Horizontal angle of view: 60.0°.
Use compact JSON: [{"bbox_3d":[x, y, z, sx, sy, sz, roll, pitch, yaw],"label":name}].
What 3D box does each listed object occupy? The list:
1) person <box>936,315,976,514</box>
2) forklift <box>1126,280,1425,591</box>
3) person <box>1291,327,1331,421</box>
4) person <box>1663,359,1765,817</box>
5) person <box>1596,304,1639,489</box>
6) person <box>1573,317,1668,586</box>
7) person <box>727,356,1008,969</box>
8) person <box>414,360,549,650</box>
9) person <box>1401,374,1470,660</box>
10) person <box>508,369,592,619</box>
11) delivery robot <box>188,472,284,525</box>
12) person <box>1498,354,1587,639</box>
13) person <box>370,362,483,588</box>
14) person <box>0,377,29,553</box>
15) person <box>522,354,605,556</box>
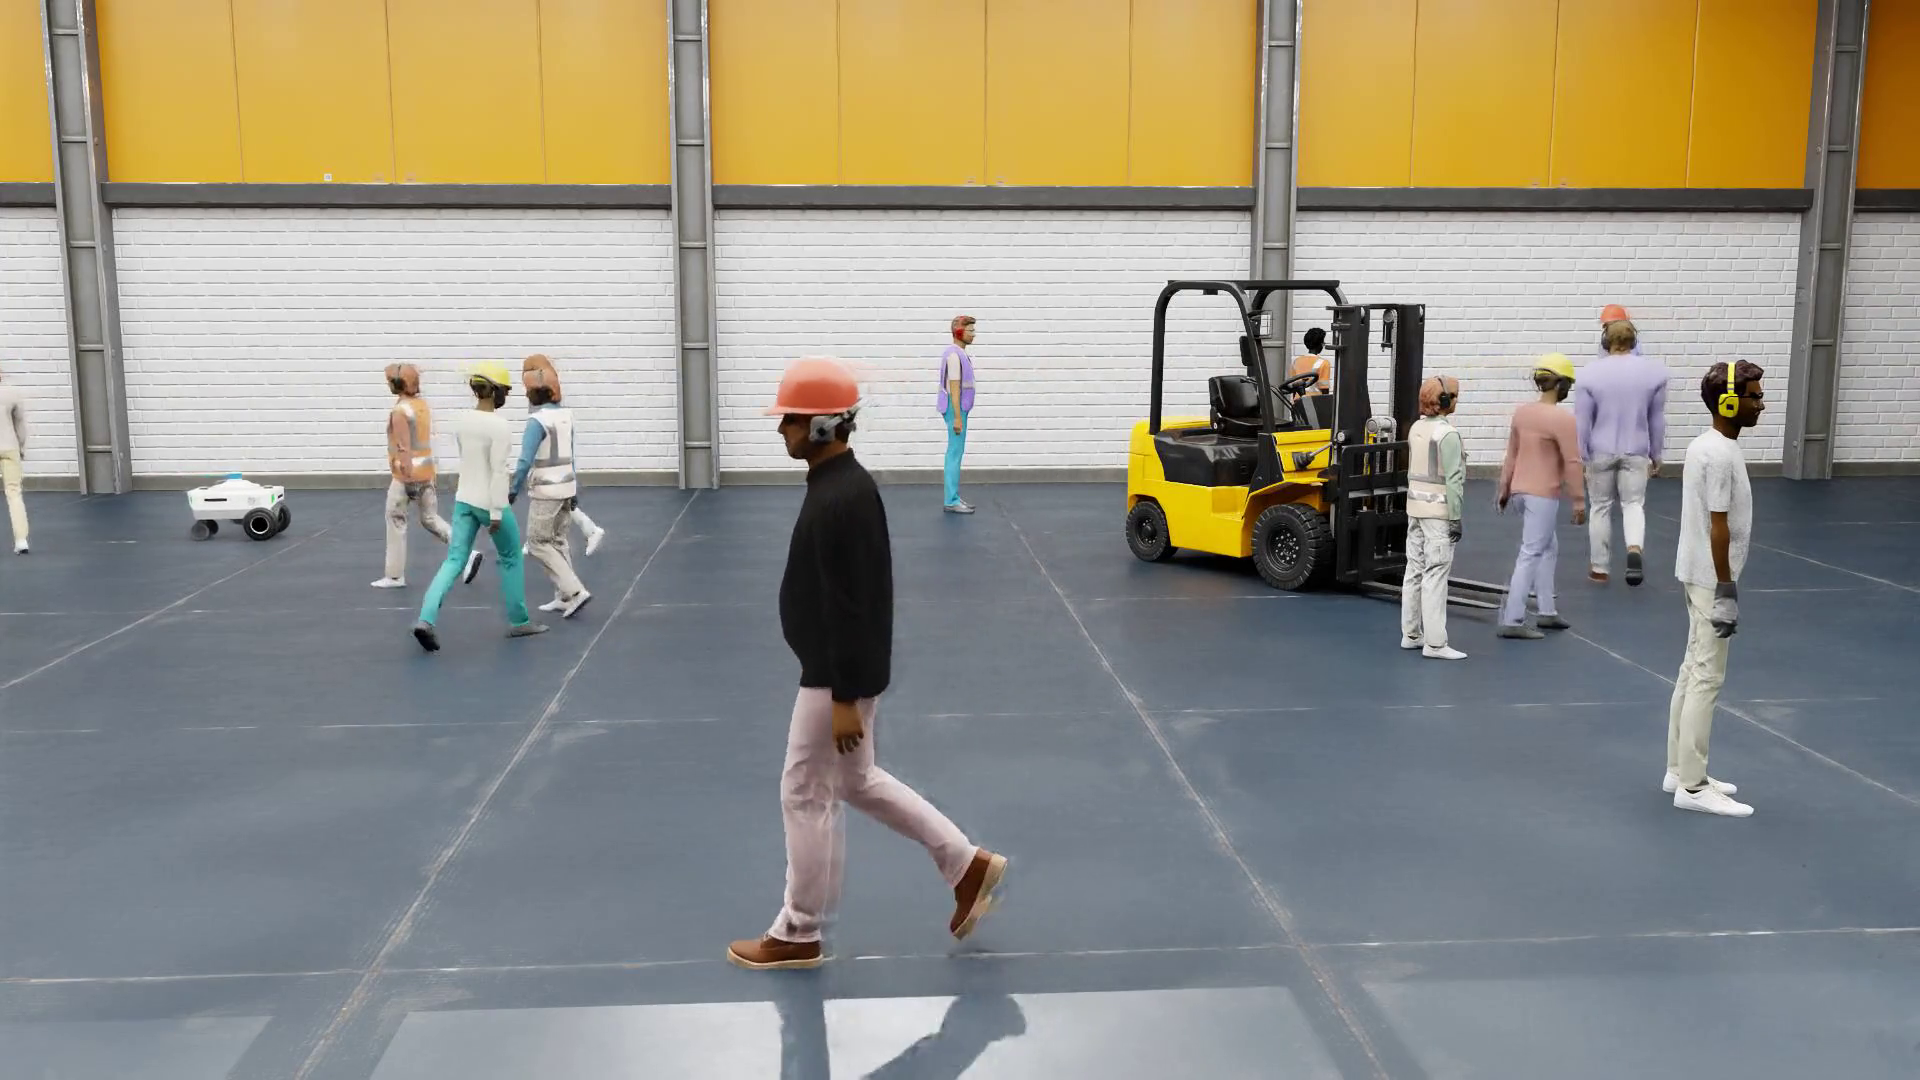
[{"bbox_3d":[-0.037,-1.172,15.537,0.373,1.840,0.572,0,9,3],"label":"person"},{"bbox_3d":[2.301,-0.860,12.475,1.214,2.155,2.313,-6,11,-35],"label":"forklift"},{"bbox_3d":[3.550,-1.302,16.835,0.317,1.693,0.535,-5,10,-28],"label":"person"},{"bbox_3d":[3.143,0.192,6.889,0.328,1.872,0.509,2,9,15],"label":"person"},{"bbox_3d":[6.657,-1.454,17.095,0.625,1.915,0.570,-1,9,-7],"label":"person"},{"bbox_3d":[4.624,-0.598,11.687,0.641,1.922,0.693,2,9,11],"label":"person"},{"bbox_3d":[-0.296,0.400,5.279,0.835,1.974,0.632,0,9,1],"label":"person"},{"bbox_3d":[-2.896,-0.211,9.901,0.529,1.714,0.893,6,11,34],"label":"person"},{"bbox_3d":[2.747,-0.133,9.637,0.309,1.645,0.514,-2,9,-13],"label":"person"},{"bbox_3d":[-2.617,-0.289,10.687,0.506,1.618,0.530,2,9,11],"label":"person"},{"bbox_3d":[-6.091,-0.333,14.003,0.707,0.478,0.477,-1,9,-8],"label":"delivery robot"},{"bbox_3d":[3.586,-0.263,10.157,0.688,1.726,0.574,-3,9,-16],"label":"person"},{"bbox_3d":[-3.802,-0.452,11.741,0.723,1.611,0.514,1,9,8],"label":"person"},{"bbox_3d":[-7.719,-0.689,13.289,0.505,1.594,0.823,-8,12,-40],"label":"person"},{"bbox_3d":[-3.179,-0.649,13.016,0.735,1.608,0.515,0,9,3],"label":"person"}]
